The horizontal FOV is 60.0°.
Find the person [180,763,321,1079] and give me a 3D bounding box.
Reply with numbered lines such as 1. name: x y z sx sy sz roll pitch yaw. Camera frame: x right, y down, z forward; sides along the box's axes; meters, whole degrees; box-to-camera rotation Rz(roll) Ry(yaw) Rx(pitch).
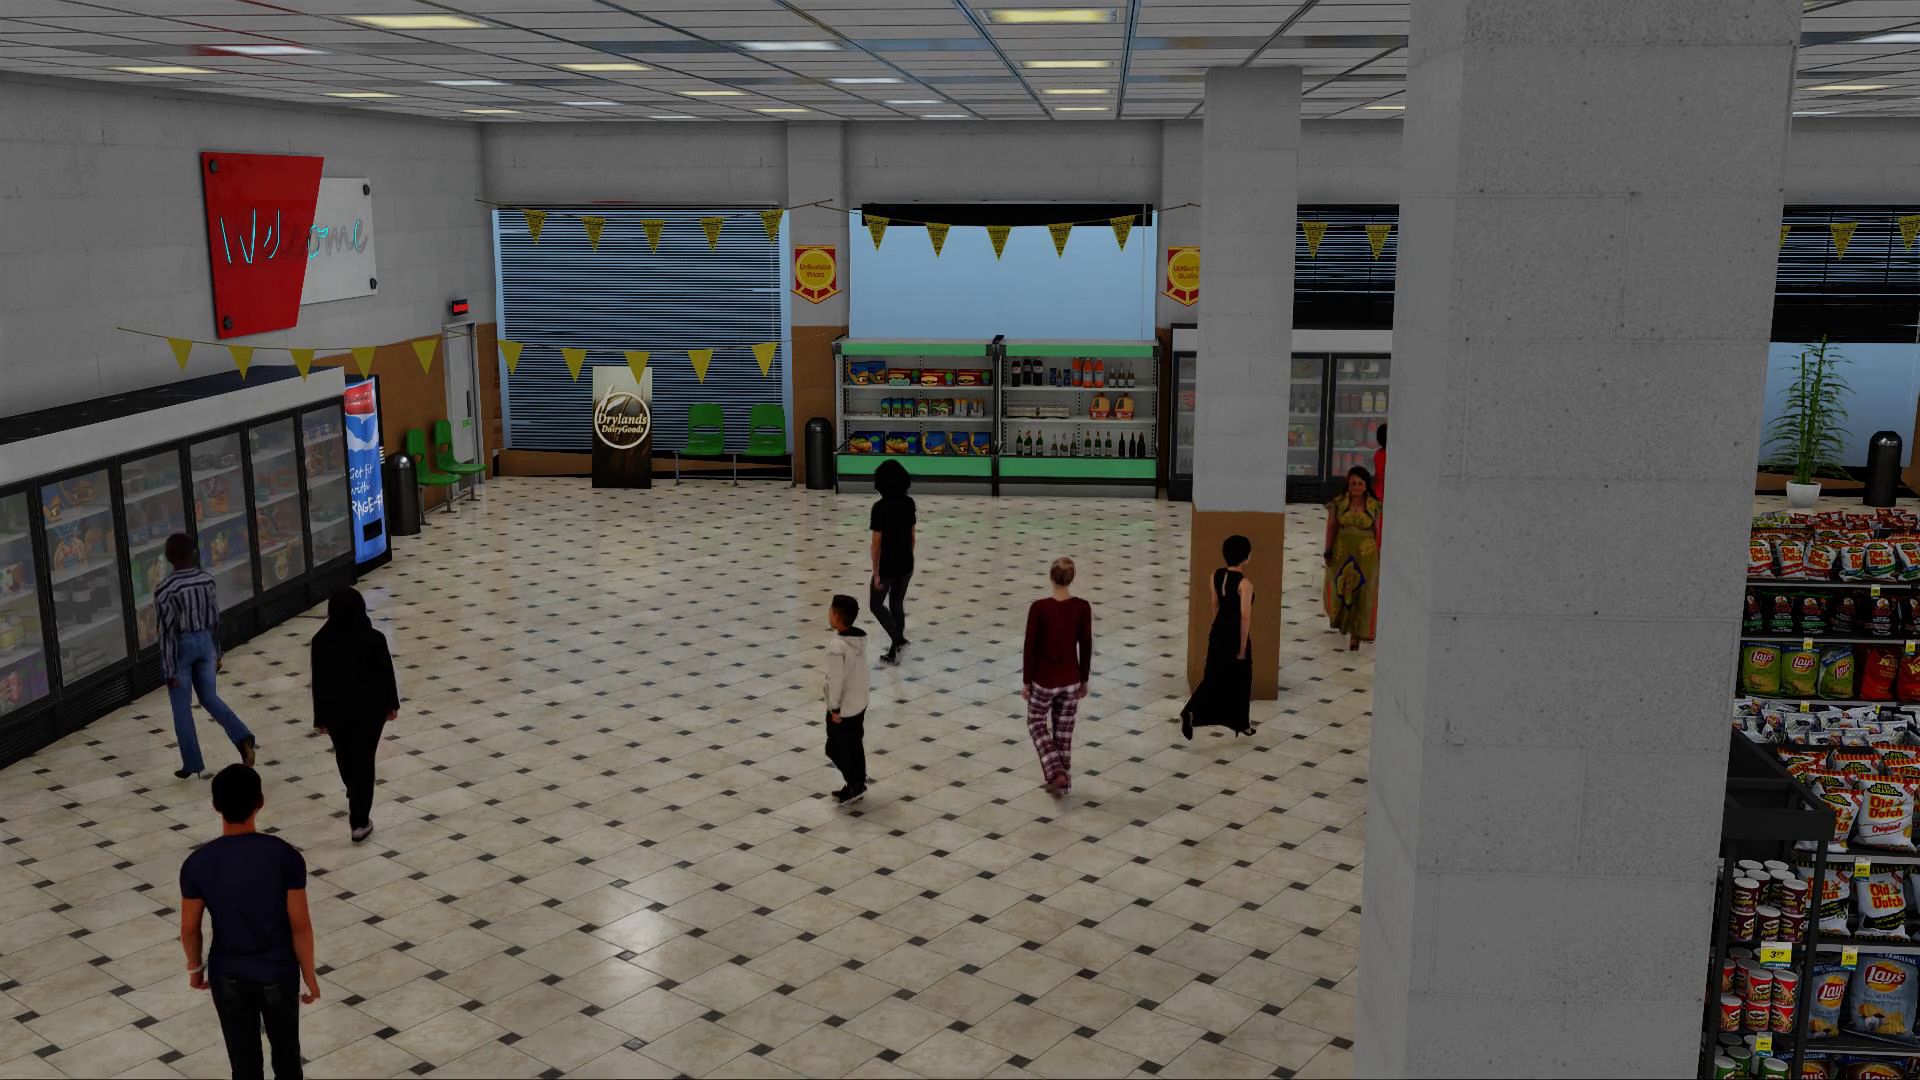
1. person: -2.903 1.837 6.812 1.122 1.751 1.034 -4 13 -20

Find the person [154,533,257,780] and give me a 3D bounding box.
1. person: -5.228 0.846 11.454 1.061 1.776 0.849 6 13 25

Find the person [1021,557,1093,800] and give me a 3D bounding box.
1. person: 0.663 0.954 11.155 0.719 1.688 0.805 -3 12 -13

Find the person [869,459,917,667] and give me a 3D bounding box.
1. person: -0.536 0.225 14.304 0.885 1.817 0.935 -8 14 -34

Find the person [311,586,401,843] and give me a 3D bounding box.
1. person: -3.872 1.136 10.579 1.048 1.570 0.869 -2 12 -9

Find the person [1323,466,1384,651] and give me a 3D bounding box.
1. person: 3.581 0.144 15.169 1.168 1.619 0.866 3 12 13

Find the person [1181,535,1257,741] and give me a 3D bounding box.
1. person: 1.933 0.767 12.322 1.013 1.574 0.964 -10 15 -39

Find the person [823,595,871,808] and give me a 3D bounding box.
1. person: -0.696 1.090 11.108 0.701 1.442 0.678 6 13 27
